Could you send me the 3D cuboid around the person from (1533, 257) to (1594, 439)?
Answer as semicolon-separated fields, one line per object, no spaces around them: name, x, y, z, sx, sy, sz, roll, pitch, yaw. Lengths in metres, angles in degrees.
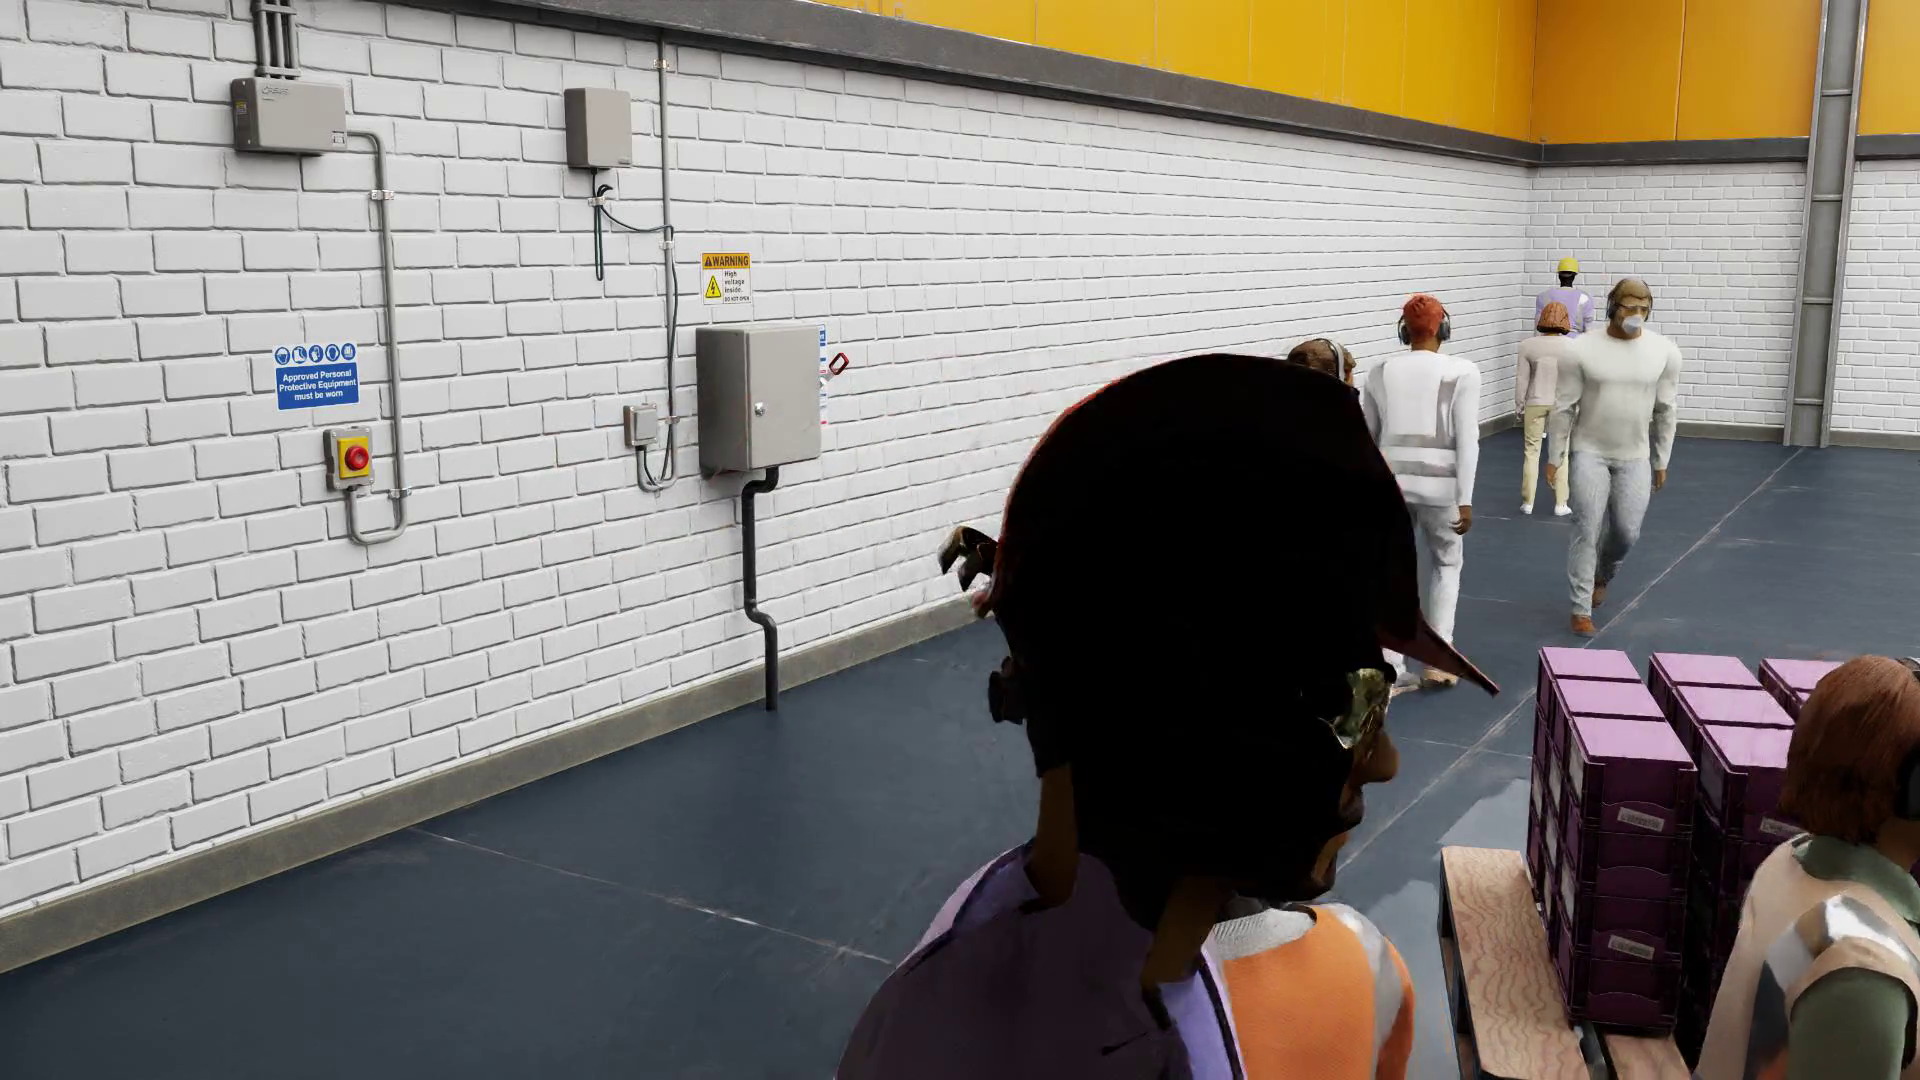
person;6.348;-2.011;17.553;0.585;1.919;0.388;3;11;18

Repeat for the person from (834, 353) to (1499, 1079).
person;0.107;0.891;1.162;0.472;2.023;0.625;2;10;12

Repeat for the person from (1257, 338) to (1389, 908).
person;1.042;0.310;4.979;0.820;1.809;0.524;-8;13;-38

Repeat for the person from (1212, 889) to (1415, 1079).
person;0.285;0.959;1.780;0.614;1.675;0.464;-10;14;-44

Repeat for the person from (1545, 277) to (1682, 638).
person;3.489;-0.457;8.962;0.649;1.920;0.649;2;10;12

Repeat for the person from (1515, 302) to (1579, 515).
person;4.515;-1.004;12.760;0.509;1.632;0.271;5;11;24

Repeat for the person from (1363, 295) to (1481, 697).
person;2.124;-0.200;7.743;0.605;1.842;0.601;7;12;33

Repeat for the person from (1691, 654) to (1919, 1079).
person;1.133;0.942;2.027;0.751;1.602;0.535;4;11;20
